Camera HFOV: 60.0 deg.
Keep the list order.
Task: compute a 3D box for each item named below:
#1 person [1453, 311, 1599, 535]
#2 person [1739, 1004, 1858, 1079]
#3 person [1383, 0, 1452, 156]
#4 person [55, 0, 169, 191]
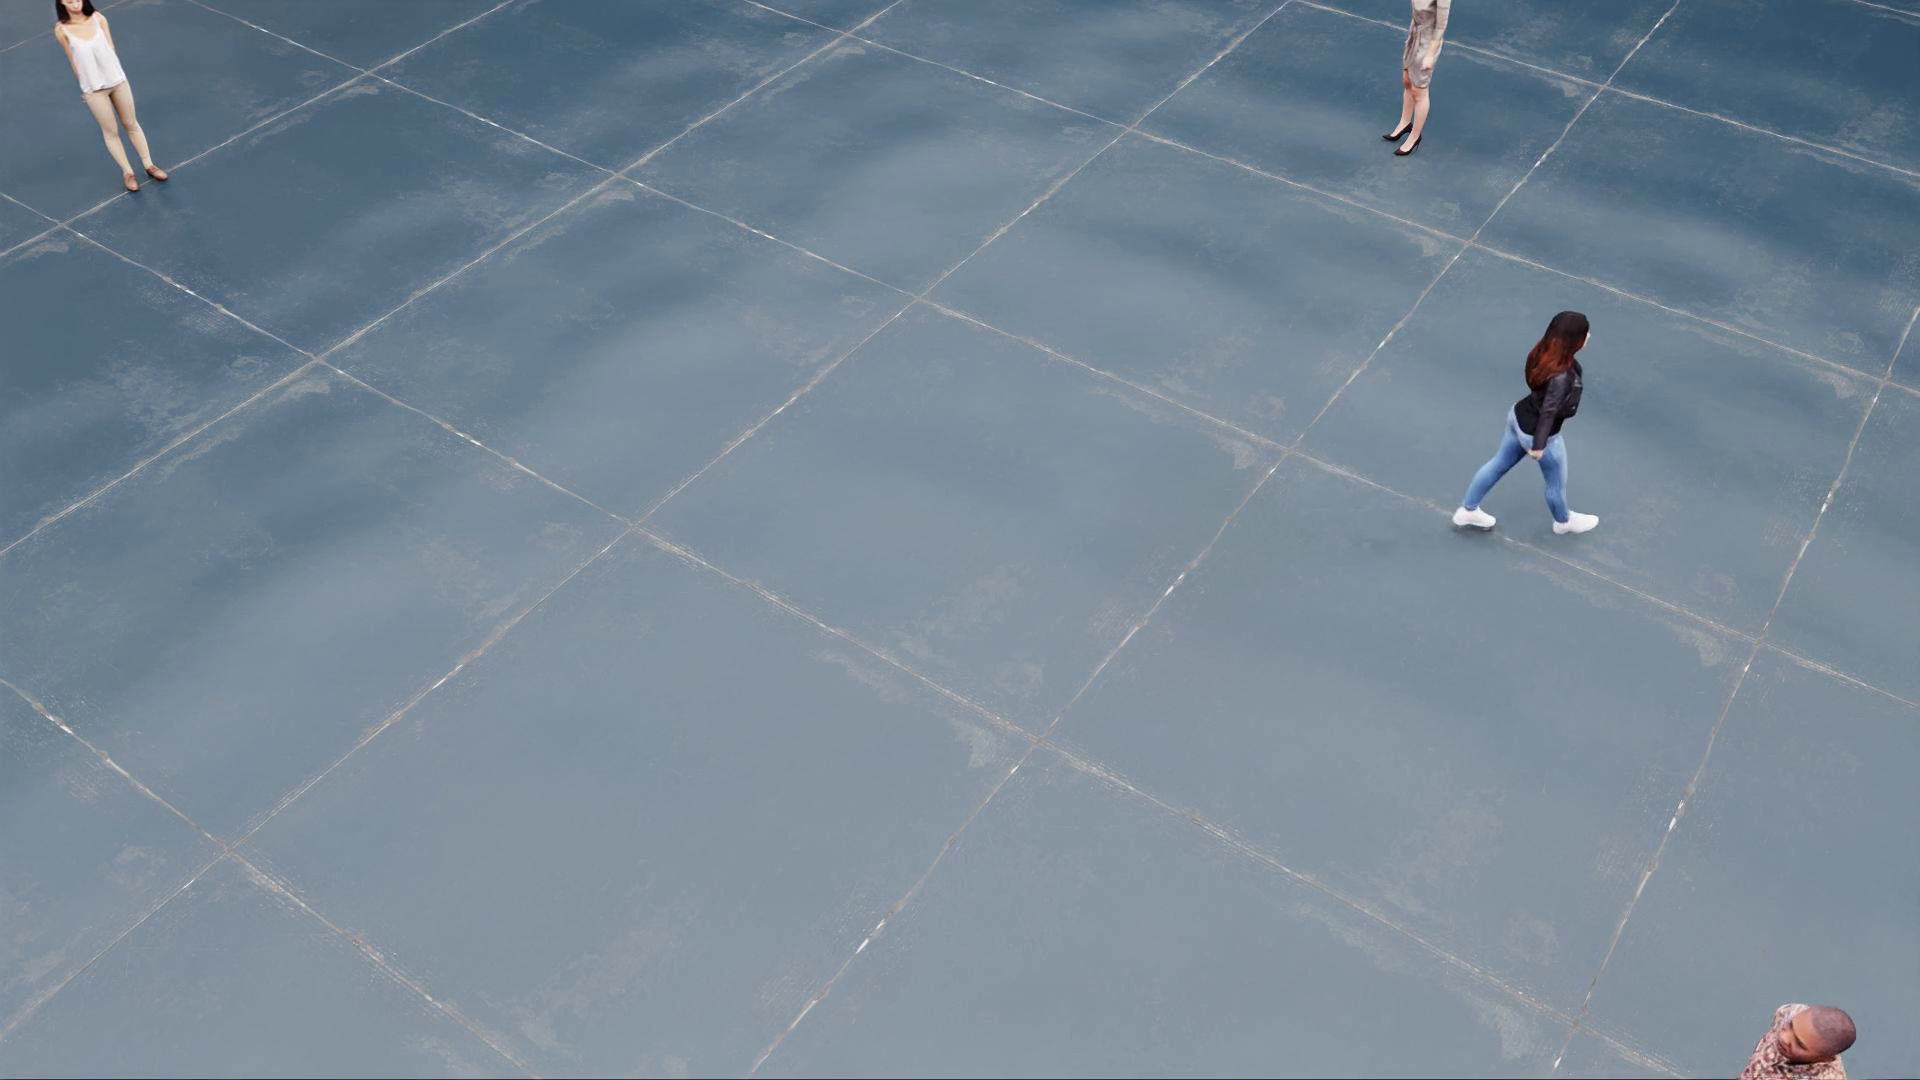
[{"bbox_3d":[3.295,-0.643,9.741,1.185,1.590,1.031,0,43,0],"label":"person"},{"bbox_3d":[3.191,2.320,6.419,0.896,1.792,0.850,0,43,-1],"label":"person"},{"bbox_3d":[3.642,-3.877,13.090,0.713,1.746,0.662,-5,43,-6],"label":"person"},{"bbox_3d":[-6.585,-3.515,12.771,0.566,1.652,0.618,26,49,25],"label":"person"}]
